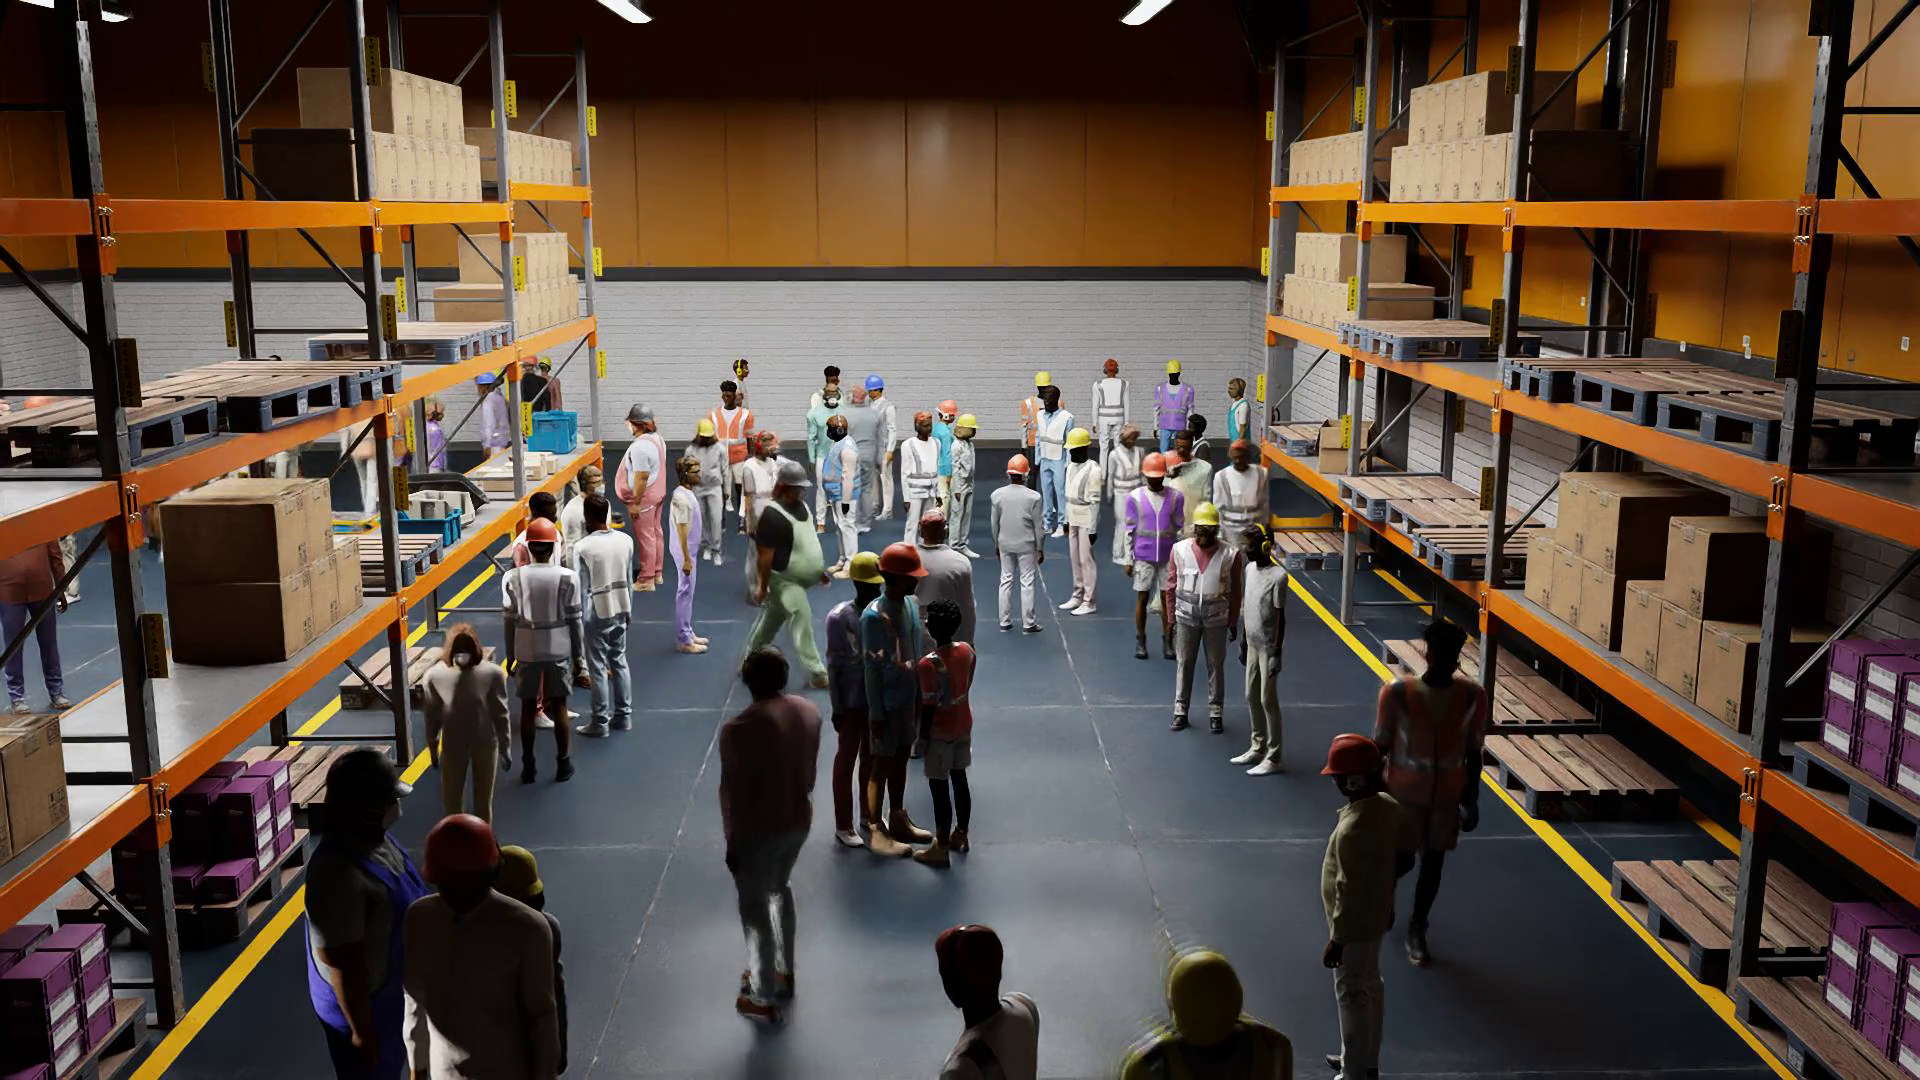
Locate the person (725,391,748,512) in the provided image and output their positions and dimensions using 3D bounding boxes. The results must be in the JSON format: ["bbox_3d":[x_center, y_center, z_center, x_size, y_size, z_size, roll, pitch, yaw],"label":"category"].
[{"bbox_3d":[-3.061,-1.220,22.749,0.515,1.645,0.309,-10,15,-41],"label":"person"}]

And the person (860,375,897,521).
[{"bbox_3d":[-1.085,-1.220,22.005,0.412,1.938,0.605,-10,15,-41],"label":"person"}]

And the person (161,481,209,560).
[{"bbox_3d":[-9.129,-0.686,19.658,0.523,1.807,0.962,6,13,27],"label":"person"}]

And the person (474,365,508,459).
[{"bbox_3d":[-7.653,-2.354,27.437,0.535,2.000,0.674,4,12,18],"label":"person"}]

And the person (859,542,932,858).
[{"bbox_3d":[-0.391,1.007,10.603,0.406,2.036,0.606,6,13,26],"label":"person"}]

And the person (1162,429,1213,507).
[{"bbox_3d":[2.261,-0.182,16.872,0.587,1.913,0.396,4,12,19],"label":"person"}]

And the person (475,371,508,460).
[{"bbox_3d":[-6.312,-1.320,22.489,0.409,1.943,0.615,0,11,0],"label":"person"}]

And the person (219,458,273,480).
[{"bbox_3d":[-8.117,-0.533,18.894,0.556,1.804,0.849,-9,14,-37],"label":"person"}]

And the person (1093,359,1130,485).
[{"bbox_3d":[2.257,-1.761,24.853,0.574,1.886,0.356,0,11,-2],"label":"person"}]

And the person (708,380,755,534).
[{"bbox_3d":[-2.904,-1.046,21.064,0.604,1.966,0.367,1,11,3],"label":"person"}]

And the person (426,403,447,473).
[{"bbox_3d":[-6.761,-0.954,21.449,0.324,1.631,0.520,-8,14,-33],"label":"person"}]

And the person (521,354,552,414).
[{"bbox_3d":[-6.400,-1.808,24.874,0.631,1.974,0.467,0,11,-1],"label":"person"}]

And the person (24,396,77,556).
[{"bbox_3d":[-10.515,-0.696,19.165,0.621,2.019,0.484,2,11,9],"label":"person"}]

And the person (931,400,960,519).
[{"bbox_3d":[-0.182,-0.896,20.880,0.353,1.739,0.577,-3,12,-13],"label":"person"}]

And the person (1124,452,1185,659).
[{"bbox_3d":[1.779,0.146,15.202,0.549,1.925,0.384,0,11,-2],"label":"person"}]

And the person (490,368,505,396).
[{"bbox_3d":[-6.988,-1.748,25.144,0.312,1.744,0.487,-1,11,-6],"label":"person"}]

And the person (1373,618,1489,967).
[{"bbox_3d":[2.537,1.352,9.097,0.630,1.940,0.537,0,11,0],"label":"person"}]

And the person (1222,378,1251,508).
[{"bbox_3d":[3.784,-1.292,22.641,0.341,1.839,0.501,0,11,0],"label":"person"}]

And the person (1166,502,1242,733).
[{"bbox_3d":[1.910,0.607,13.099,0.592,1.837,0.404,3,12,14],"label":"person"}]

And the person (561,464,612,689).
[{"bbox_3d":[-3.189,0.301,14.380,0.377,1.940,0.629,4,12,19],"label":"person"}]

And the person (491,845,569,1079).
[{"bbox_3d":[-1.708,1.998,6.392,0.486,1.738,0.321,-11,15,-42],"label":"person"}]

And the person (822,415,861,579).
[{"bbox_3d":[-1.331,-0.491,18.629,0.430,1.836,0.630,-3,12,-16],"label":"person"}]

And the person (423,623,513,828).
[{"bbox_3d":[-3.004,1.296,10.187,0.503,1.617,0.348,-3,12,-16],"label":"person"}]

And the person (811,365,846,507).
[{"bbox_3d":[-1.793,-1.447,23.080,0.363,1.962,0.612,10,15,41],"label":"person"}]

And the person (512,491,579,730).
[{"bbox_3d":[-3.326,0.552,13.209,0.405,1.909,0.597,3,12,14],"label":"person"}]

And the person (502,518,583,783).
[{"bbox_3d":[-2.988,0.795,11.951,0.549,1.924,0.388,-3,12,-13],"label":"person"}]

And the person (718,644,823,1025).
[{"bbox_3d":[-0.972,1.480,8.568,0.487,1.902,0.636,10,15,41],"label":"person"}]

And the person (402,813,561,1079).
[{"bbox_3d":[-1.756,1.935,6.077,0.620,1.985,0.408,3,12,16],"label":"person"}]

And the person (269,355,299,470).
[{"bbox_3d":[-10.270,-1.833,25.130,0.392,1.920,0.593,10,15,41],"label":"person"}]

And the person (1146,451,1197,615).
[{"bbox_3d":[2.245,-0.048,16.772,0.765,1.693,0.585,9,15,40],"label":"person"}]

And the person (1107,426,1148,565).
[{"bbox_3d":[1.932,-0.525,19.344,0.560,1.628,0.362,-9,14,-37],"label":"person"}]

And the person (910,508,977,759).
[{"bbox_3d":[-0.178,0.708,12.410,0.641,1.913,0.407,3,12,16],"label":"person"}]
